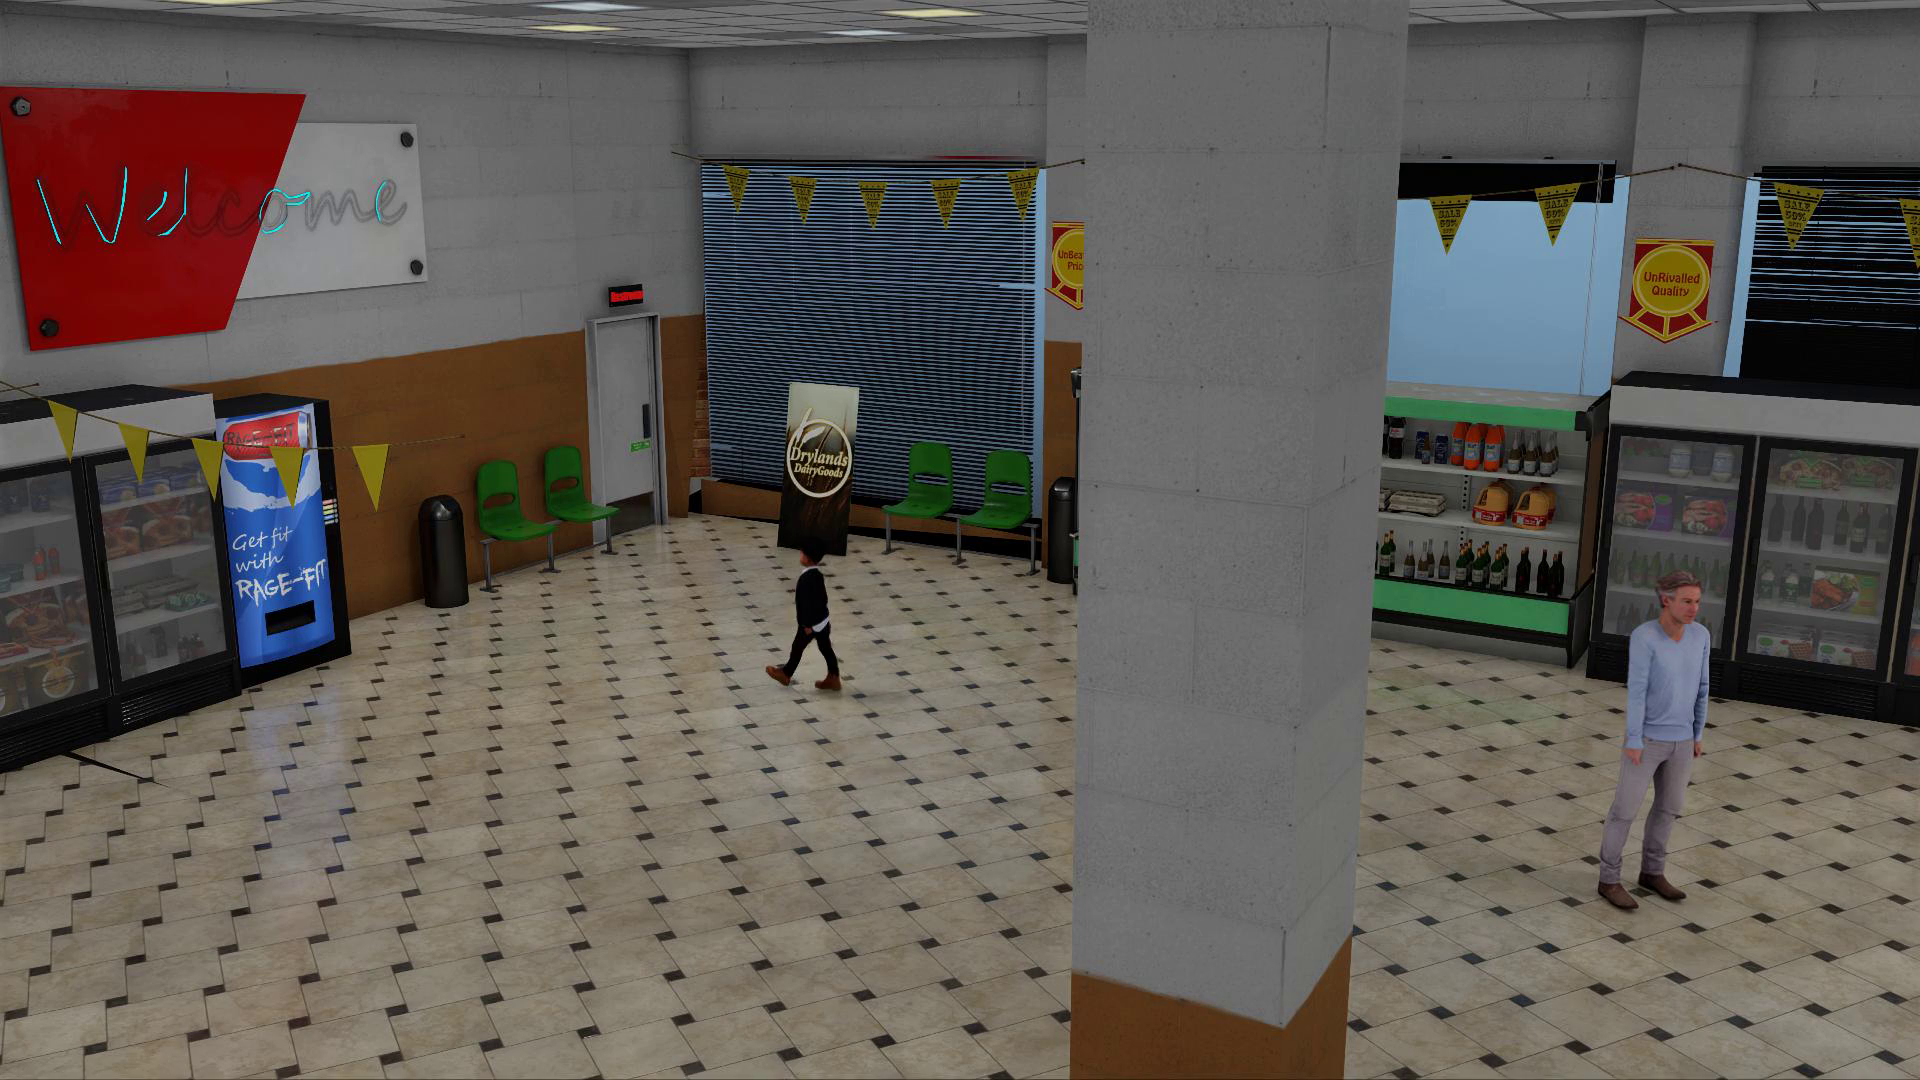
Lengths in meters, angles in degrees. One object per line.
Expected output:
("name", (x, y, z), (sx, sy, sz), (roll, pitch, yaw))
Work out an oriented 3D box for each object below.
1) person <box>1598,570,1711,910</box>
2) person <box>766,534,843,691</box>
("person", (3.772, 1.067, 8.996), (0.728, 1.886, 0.787), (-4, 14, -15))
("person", (-1.048, 0.573, 12.491), (0.814, 1.199, 0.544), (6, 15, 23))
